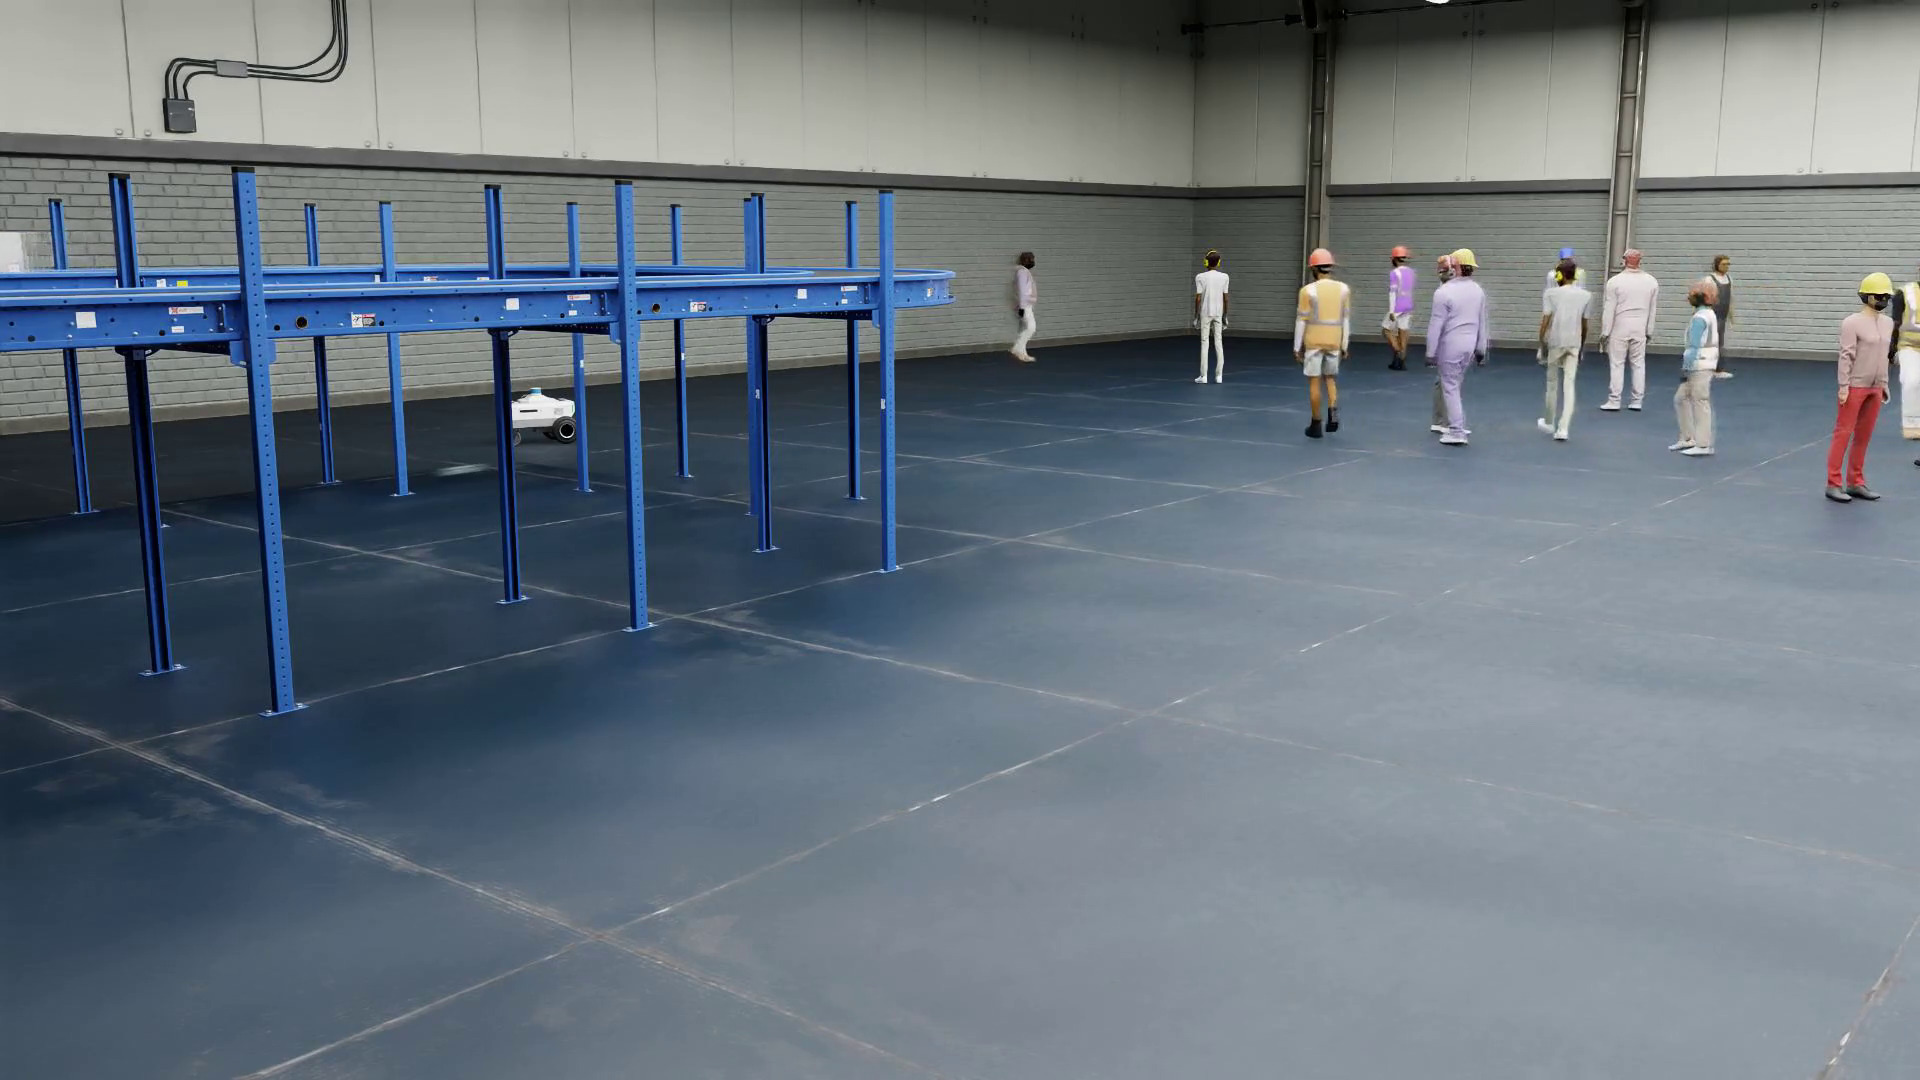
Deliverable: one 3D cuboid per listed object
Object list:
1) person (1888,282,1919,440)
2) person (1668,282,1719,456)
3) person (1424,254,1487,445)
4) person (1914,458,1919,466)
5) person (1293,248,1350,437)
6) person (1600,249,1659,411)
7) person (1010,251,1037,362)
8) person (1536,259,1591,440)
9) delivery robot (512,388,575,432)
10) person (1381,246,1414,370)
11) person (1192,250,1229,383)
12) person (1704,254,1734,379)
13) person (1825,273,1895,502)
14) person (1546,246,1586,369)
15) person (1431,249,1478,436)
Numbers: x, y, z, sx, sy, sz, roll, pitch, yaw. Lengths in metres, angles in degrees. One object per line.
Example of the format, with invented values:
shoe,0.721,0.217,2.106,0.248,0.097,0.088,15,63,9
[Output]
person,9.729,-1.902,16.725,0.645,1.817,0.753,2,10,12
person,6.865,-1.606,15.629,0.526,1.618,0.546,6,12,31
person,4.857,-1.892,16.540,0.684,1.872,0.622,-6,12,-30
person,8.766,-1.611,14.809,0.375,1.935,0.551,9,14,42
person,3.705,-2.020,17.098,0.579,1.926,0.387,-2,10,-13
person,7.915,-2.487,19.750,0.651,1.906,0.403,-1,10,-7
person,1.072,-3.866,27.608,0.438,1.829,0.656,1,10,4
person,6.148,-1.954,17.049,0.523,1.809,0.944,1,10,6
delivery robot,-4.254,-1.287,16.705,0.707,0.478,0.477,-6,12,-28
person,6.848,-3.625,26.019,0.564,1.924,0.402,-7,12,-33
person,3.558,-3.167,23.604,0.526,1.876,0.324,-2,10,-10
person,11.123,-3.315,24.584,0.517,1.824,0.828,-6,12,-29
person,7.044,-1.187,12.935,0.533,1.767,0.327,-4,11,-23
person,9.558,-3.680,26.313,0.610,1.921,0.658,1,10,3
person,5.158,-2.063,17.352,0.383,1.923,0.590,-1,10,-4
